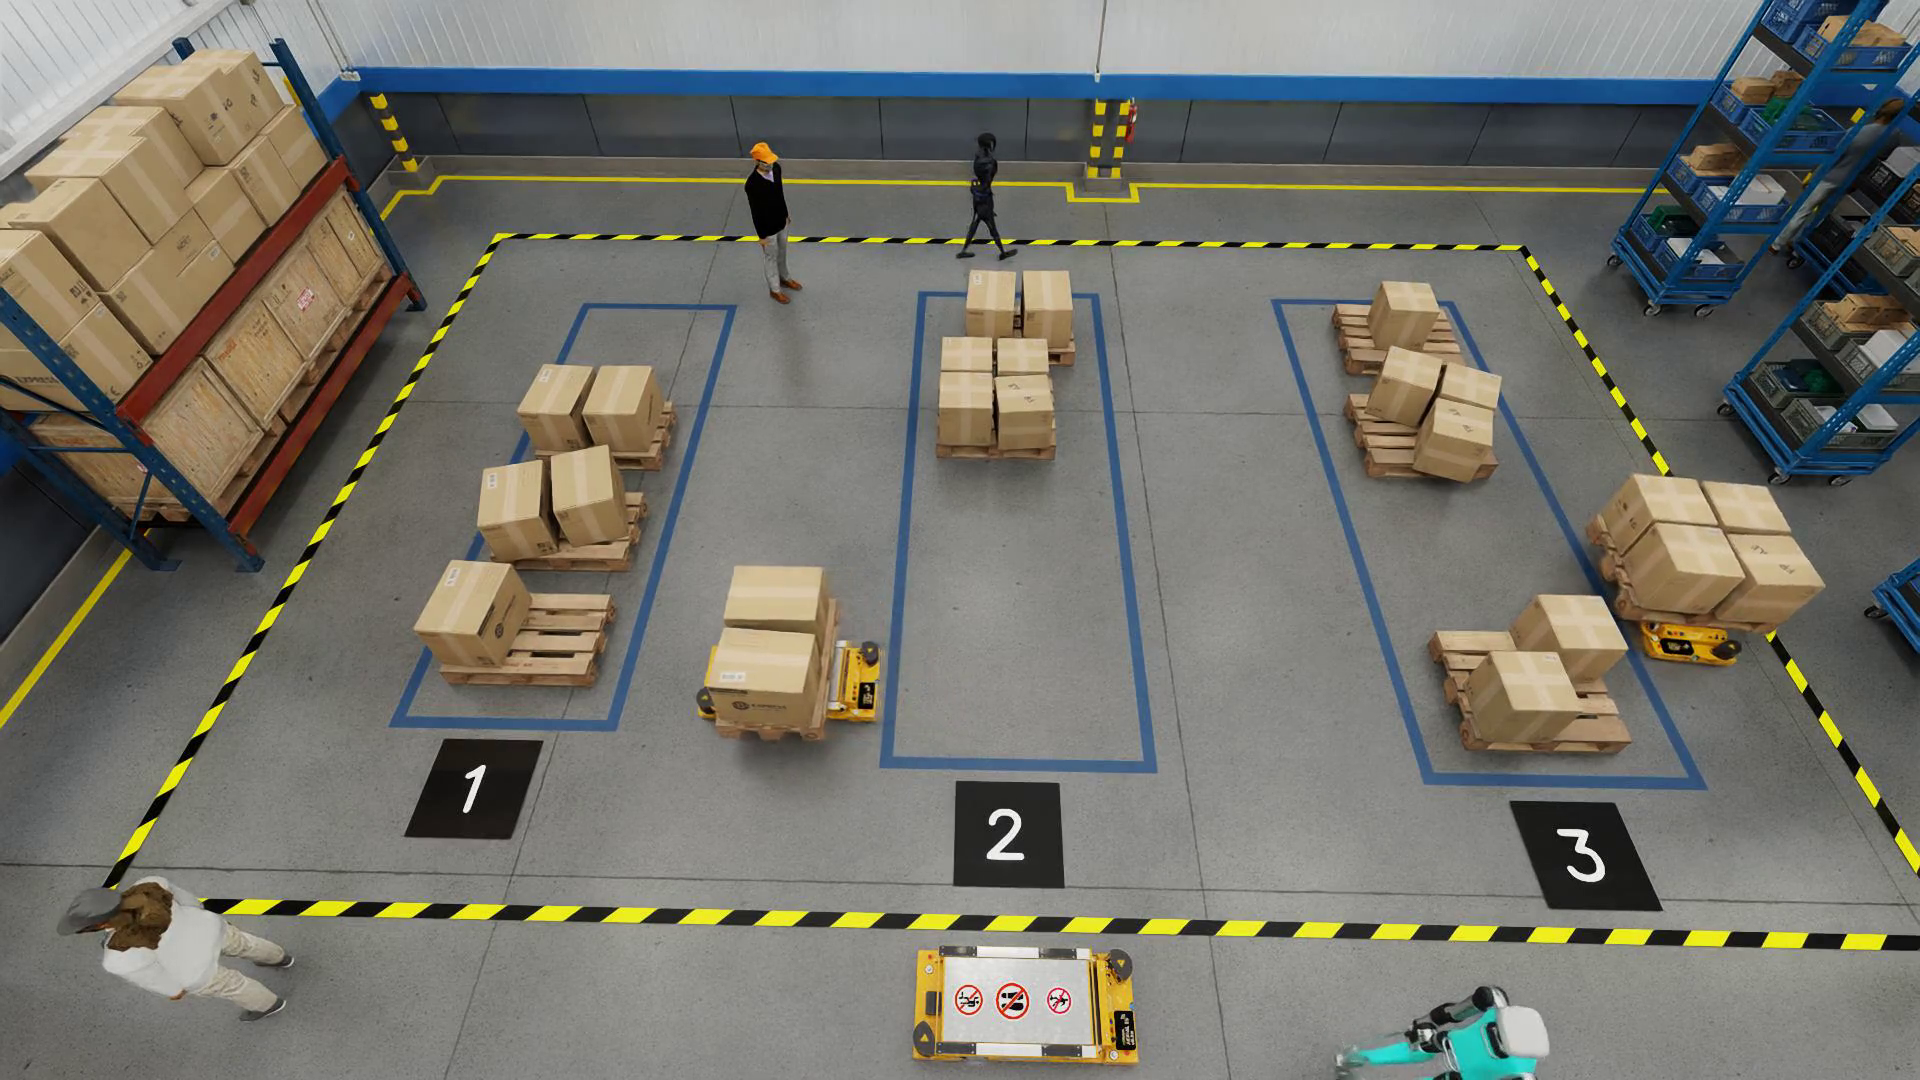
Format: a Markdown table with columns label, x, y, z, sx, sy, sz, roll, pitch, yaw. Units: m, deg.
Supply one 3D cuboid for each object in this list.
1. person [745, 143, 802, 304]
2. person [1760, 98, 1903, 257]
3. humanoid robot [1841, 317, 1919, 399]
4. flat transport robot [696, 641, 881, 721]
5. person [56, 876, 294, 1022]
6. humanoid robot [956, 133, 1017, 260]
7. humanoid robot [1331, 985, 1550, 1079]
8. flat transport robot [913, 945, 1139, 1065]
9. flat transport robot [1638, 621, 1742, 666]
| label | x | y | z | sx | sy | sz | roll | pitch | yaw |
| --- | --- | --- | --- | --- | --- | --- | --- | --- | --- |
| person | -2.104 | -3.578 | 10.360 | 0.372 | 1.883 | 0.590 | 20 | 54 | 15 |
| person | 10.410 | -4.270 | 10.899 | 0.620 | 1.932 | 0.368 | 4 | 51 | 3 |
| humanoid robot | 9.237 | -1.801 | 9.044 | 0.613 | 1.640 | 0.512 | -25 | 55 | -19 |
| flat transport robot | -1.394 | 1.142 | 7.537 | 1.431 | 0.197 | 0.652 | 1 | 51 | 1 |
| person | -4.627 | 2.459 | 5.511 | 0.397 | 1.769 | 0.572 | -9 | 51 | -8 |
| humanoid robot | 0.327 | -4.081 | 10.930 | 0.754 | 1.628 | 0.589 | -8 | 51 | -6 |
| humanoid robot | 2.497 | 2.971 | 5.146 | 0.815 | 1.811 | 0.536 | -1 | 51 | -1 |
| flat transport robot | 0.422 | 3.041 | 6.007 | 1.431 | 0.231 | 0.659 | 1 | 51 | 1 |
| flat transport robot | 6.267 | 0.426 | 8.121 | 0.652 | 0.197 | 1.431 | 5 | 51 | 4 |
